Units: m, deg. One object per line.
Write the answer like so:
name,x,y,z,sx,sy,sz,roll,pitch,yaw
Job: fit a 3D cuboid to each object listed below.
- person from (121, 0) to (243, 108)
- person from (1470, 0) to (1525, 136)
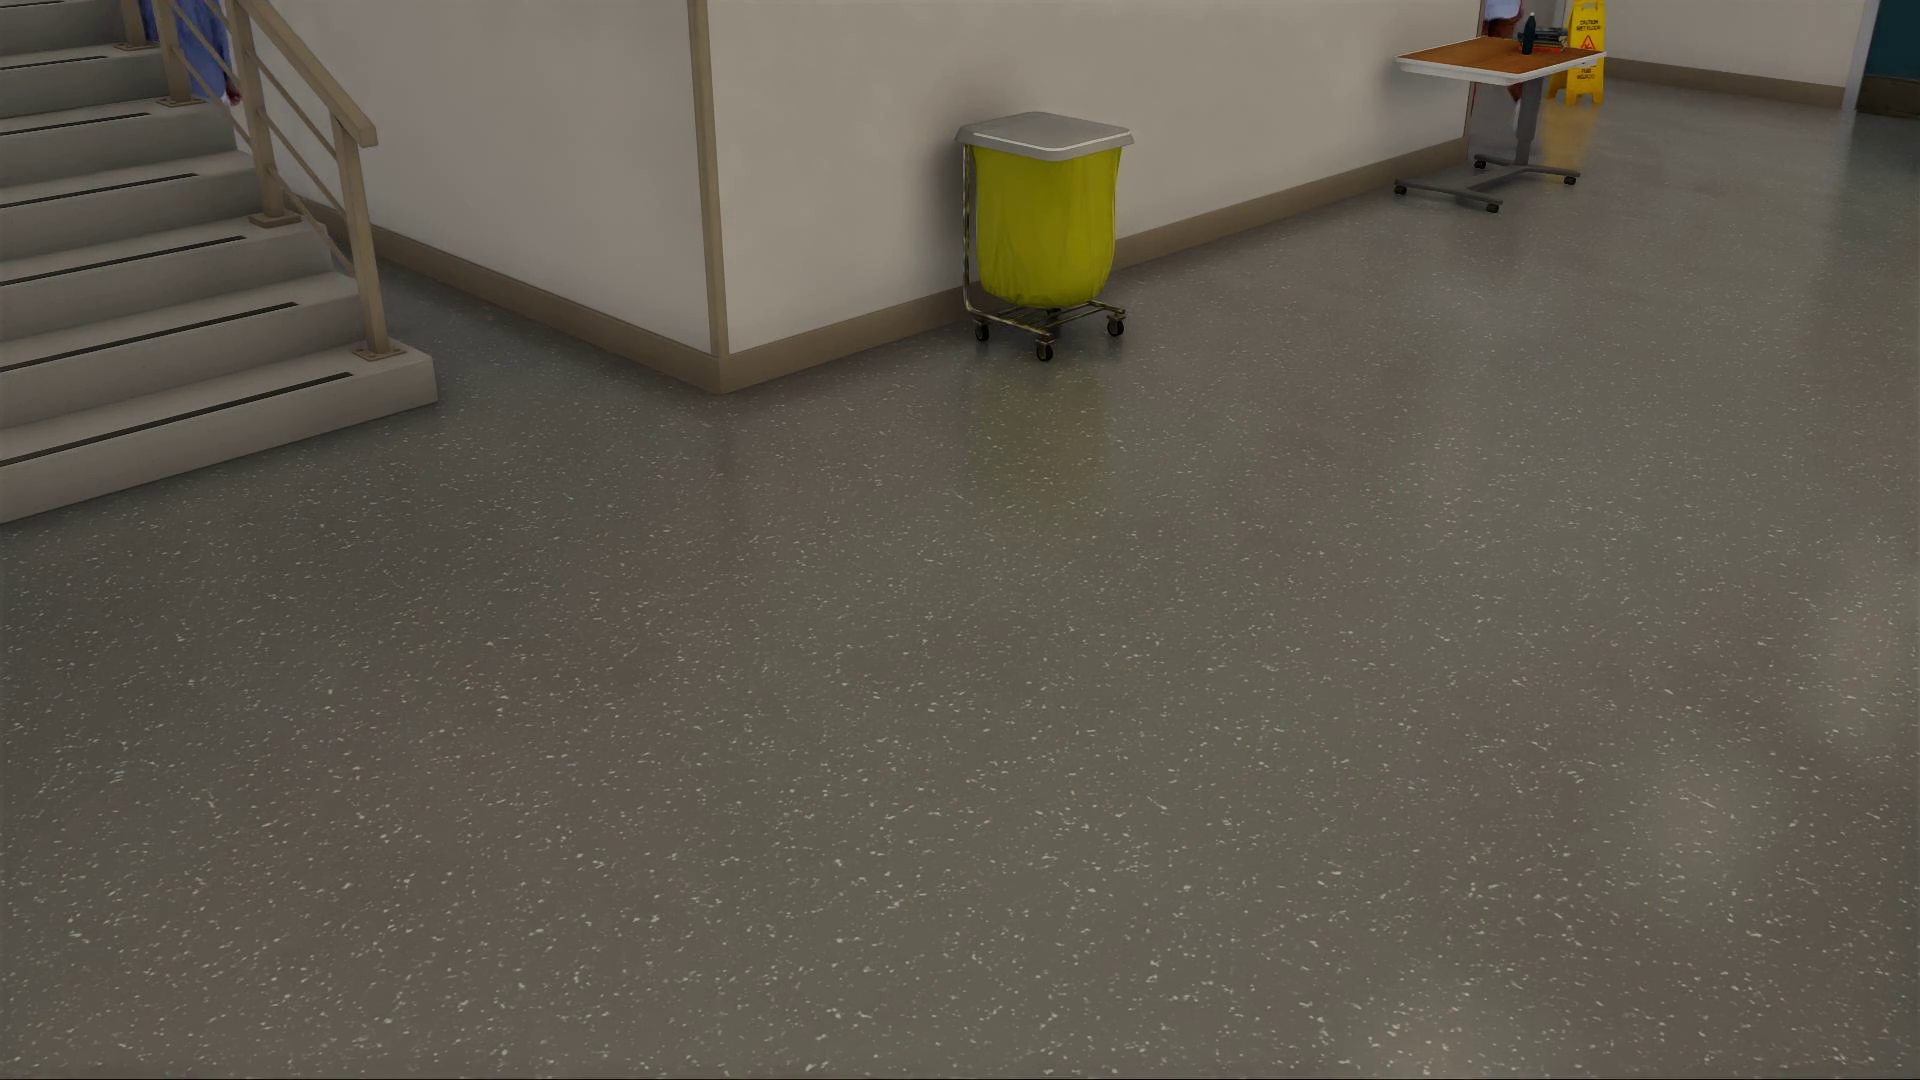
person,-3.762,-2.192,8.149,1.083,1.853,0.761,19,32,34
person,3.599,-3.583,11.088,0.947,1.807,1.127,-9,27,-19
